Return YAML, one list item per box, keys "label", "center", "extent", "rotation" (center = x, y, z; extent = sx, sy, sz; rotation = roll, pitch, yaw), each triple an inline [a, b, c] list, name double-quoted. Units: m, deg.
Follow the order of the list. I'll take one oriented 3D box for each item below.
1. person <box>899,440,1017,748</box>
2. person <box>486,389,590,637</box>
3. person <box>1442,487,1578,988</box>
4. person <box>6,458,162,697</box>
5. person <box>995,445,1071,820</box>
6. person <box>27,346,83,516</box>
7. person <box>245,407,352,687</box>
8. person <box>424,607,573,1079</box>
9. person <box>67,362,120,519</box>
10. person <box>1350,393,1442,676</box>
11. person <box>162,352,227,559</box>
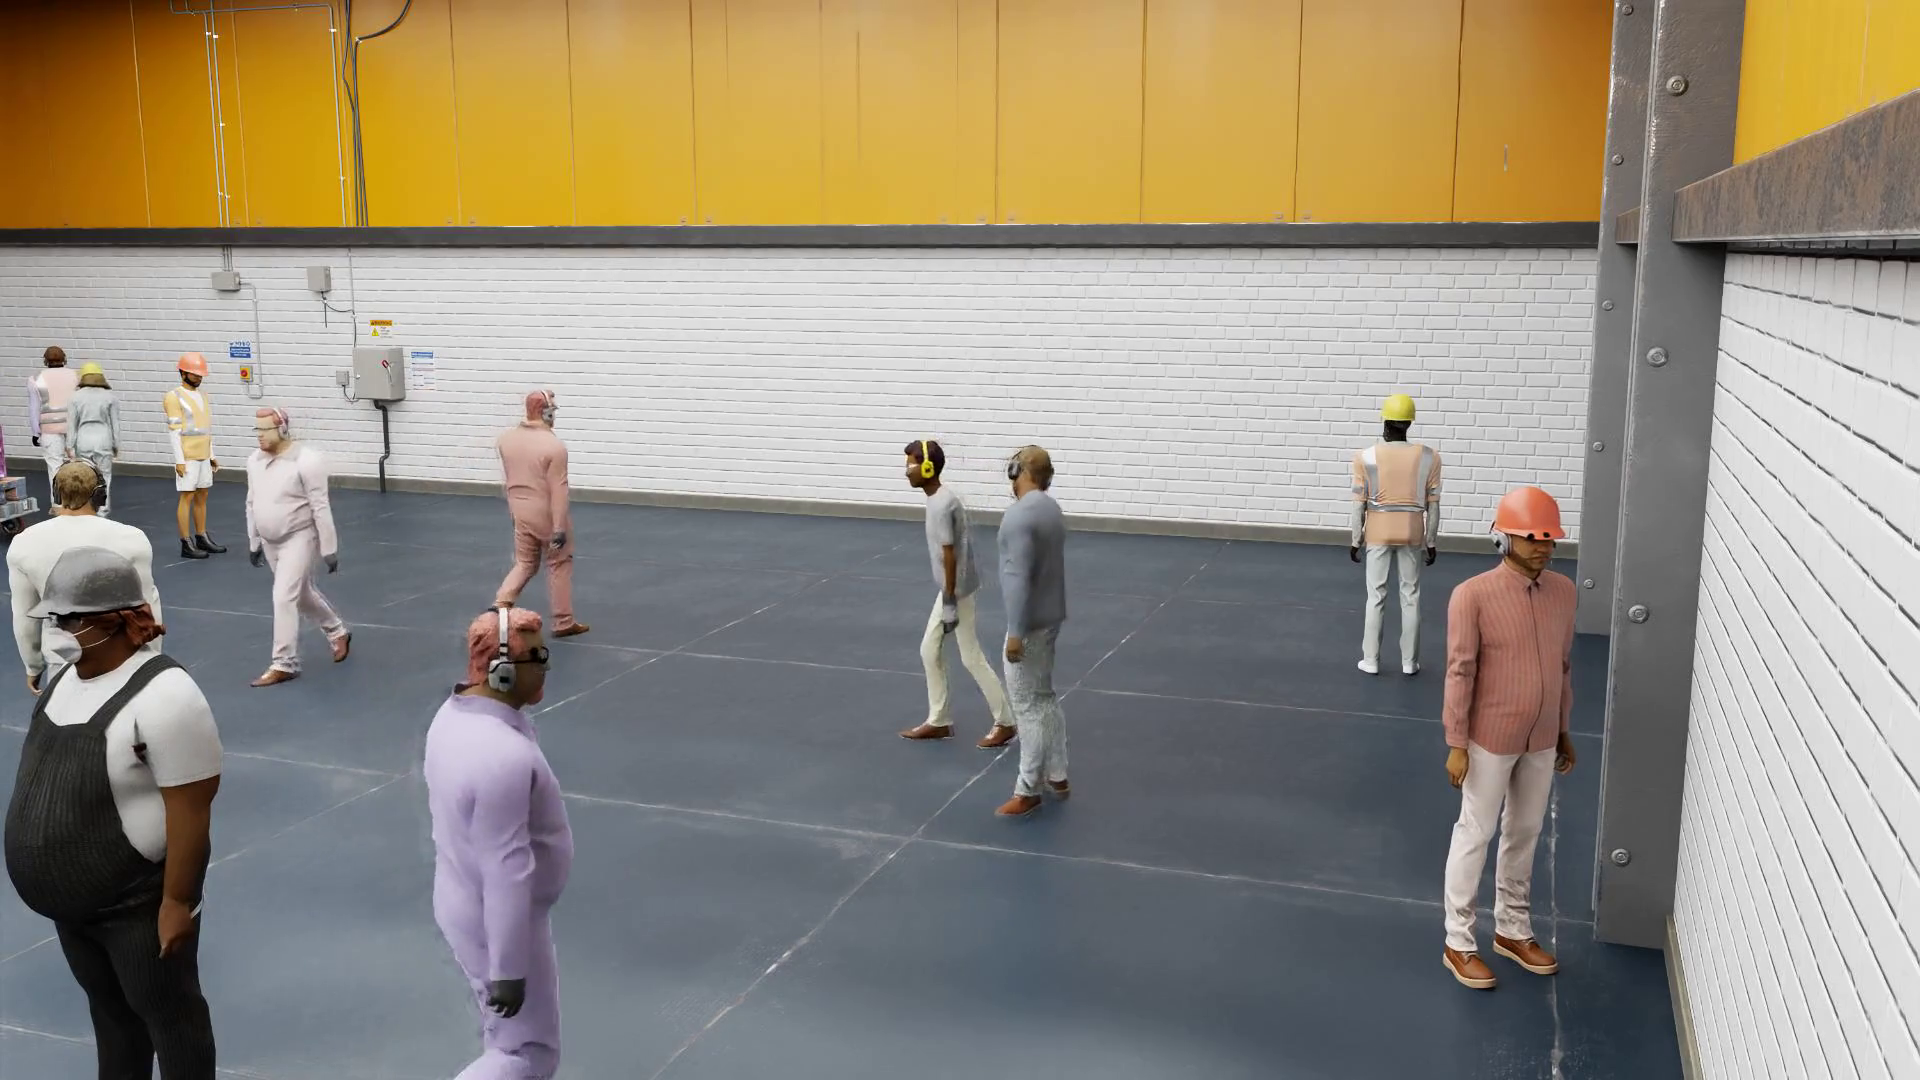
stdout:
- label: "person"
  center: [0.021, 0.318, 9.737]
  extent: [0.694, 1.809, 0.521]
  rotation: [-2, 10, -9]
- label: "person"
  center: [-3.126, -0.168, 12.220]
  extent: [0.651, 1.881, 0.775]
  rotation: [6, 12, 30]
- label: "person"
  center: [2.193, 0.772, 6.597]
  extent: [0.625, 1.992, 0.388]
  rotation: [-4, 11, -23]
- label: "person"
  center: [-4.092, 0.578, 7.853]
  extent: [0.635, 1.937, 0.352]
  rotation: [-2, 10, -10]
- label: "person"
  center: [0.373, 0.474, 8.609]
  extent: [0.360, 1.894, 0.711]
  rotation: [3, 11, 18]
- label: "person"
  center: [-9.746, -1.184, 18.055]
  extent: [0.633, 1.839, 0.429]
  rotation: [-8, 13, -39]
- label: "person"
  center: [-4.524, 0.002, 11.355]
  extent: [0.676, 1.864, 0.916]
  rotation: [6, 12, 29]
- label: "person"
  center: [-1.433, 1.130, 4.875]
  extent: [0.664, 1.885, 0.668]
  rotation: [-6, 12, -29]
- label: "person"
  center: [-9.006, -0.990, 17.319]
  extent: [0.519, 1.704, 0.601]
  rotation: [-5, 11, -25]
- label: "person"
  center: [2.948, -0.029, 11.293]
  extent: [0.592, 1.929, 0.356]
  rotation: [1, 10, 7]
- label: "person"
  center: [-7.171, -0.795, 15.616]
  extent: [0.372, 1.928, 0.543]
  rotation: [2, 10, 10]
